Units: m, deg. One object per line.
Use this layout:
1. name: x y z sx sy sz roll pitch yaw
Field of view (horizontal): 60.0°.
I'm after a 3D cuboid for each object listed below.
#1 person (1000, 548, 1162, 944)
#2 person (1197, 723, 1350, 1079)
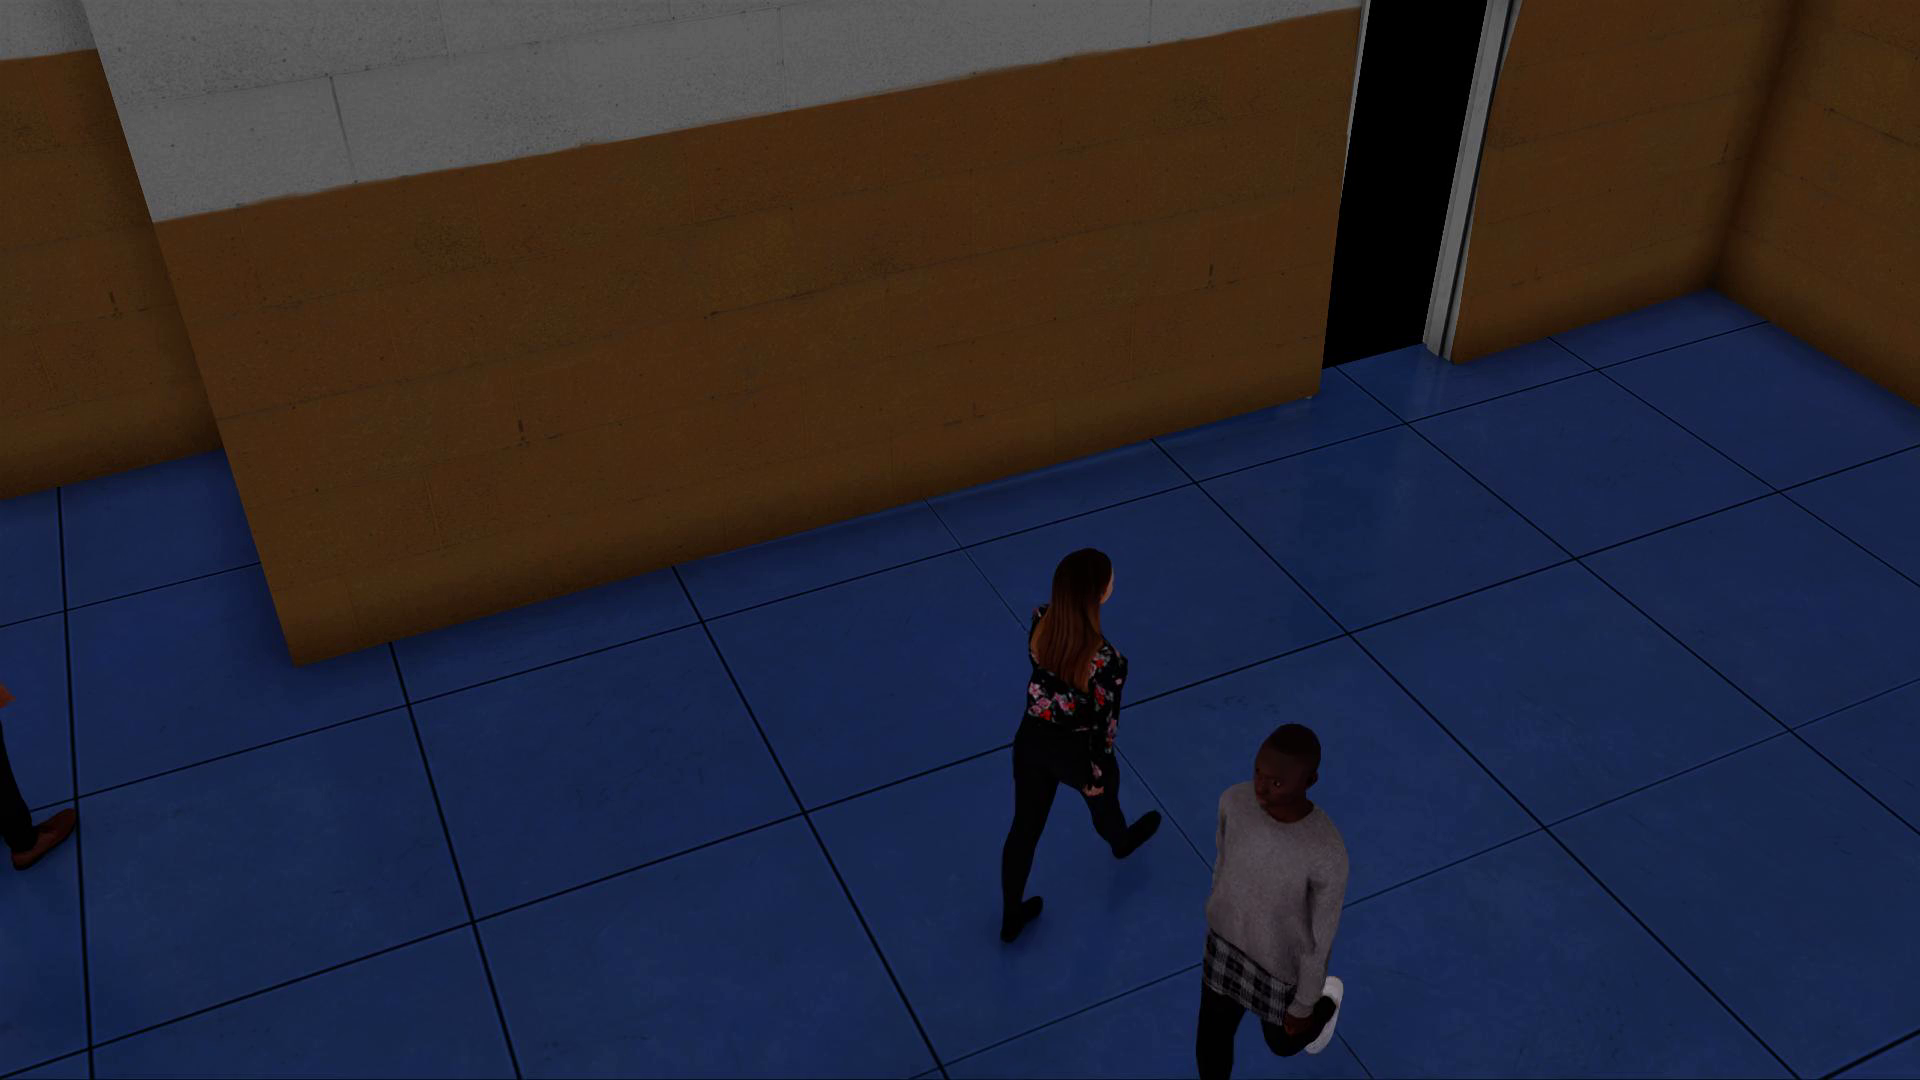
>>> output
1. person: 0.312 0.766 5.811 1.058 1.640 0.922 28 45 32
2. person: 1.000 1.223 5.107 1.056 1.756 0.919 31 47 34
